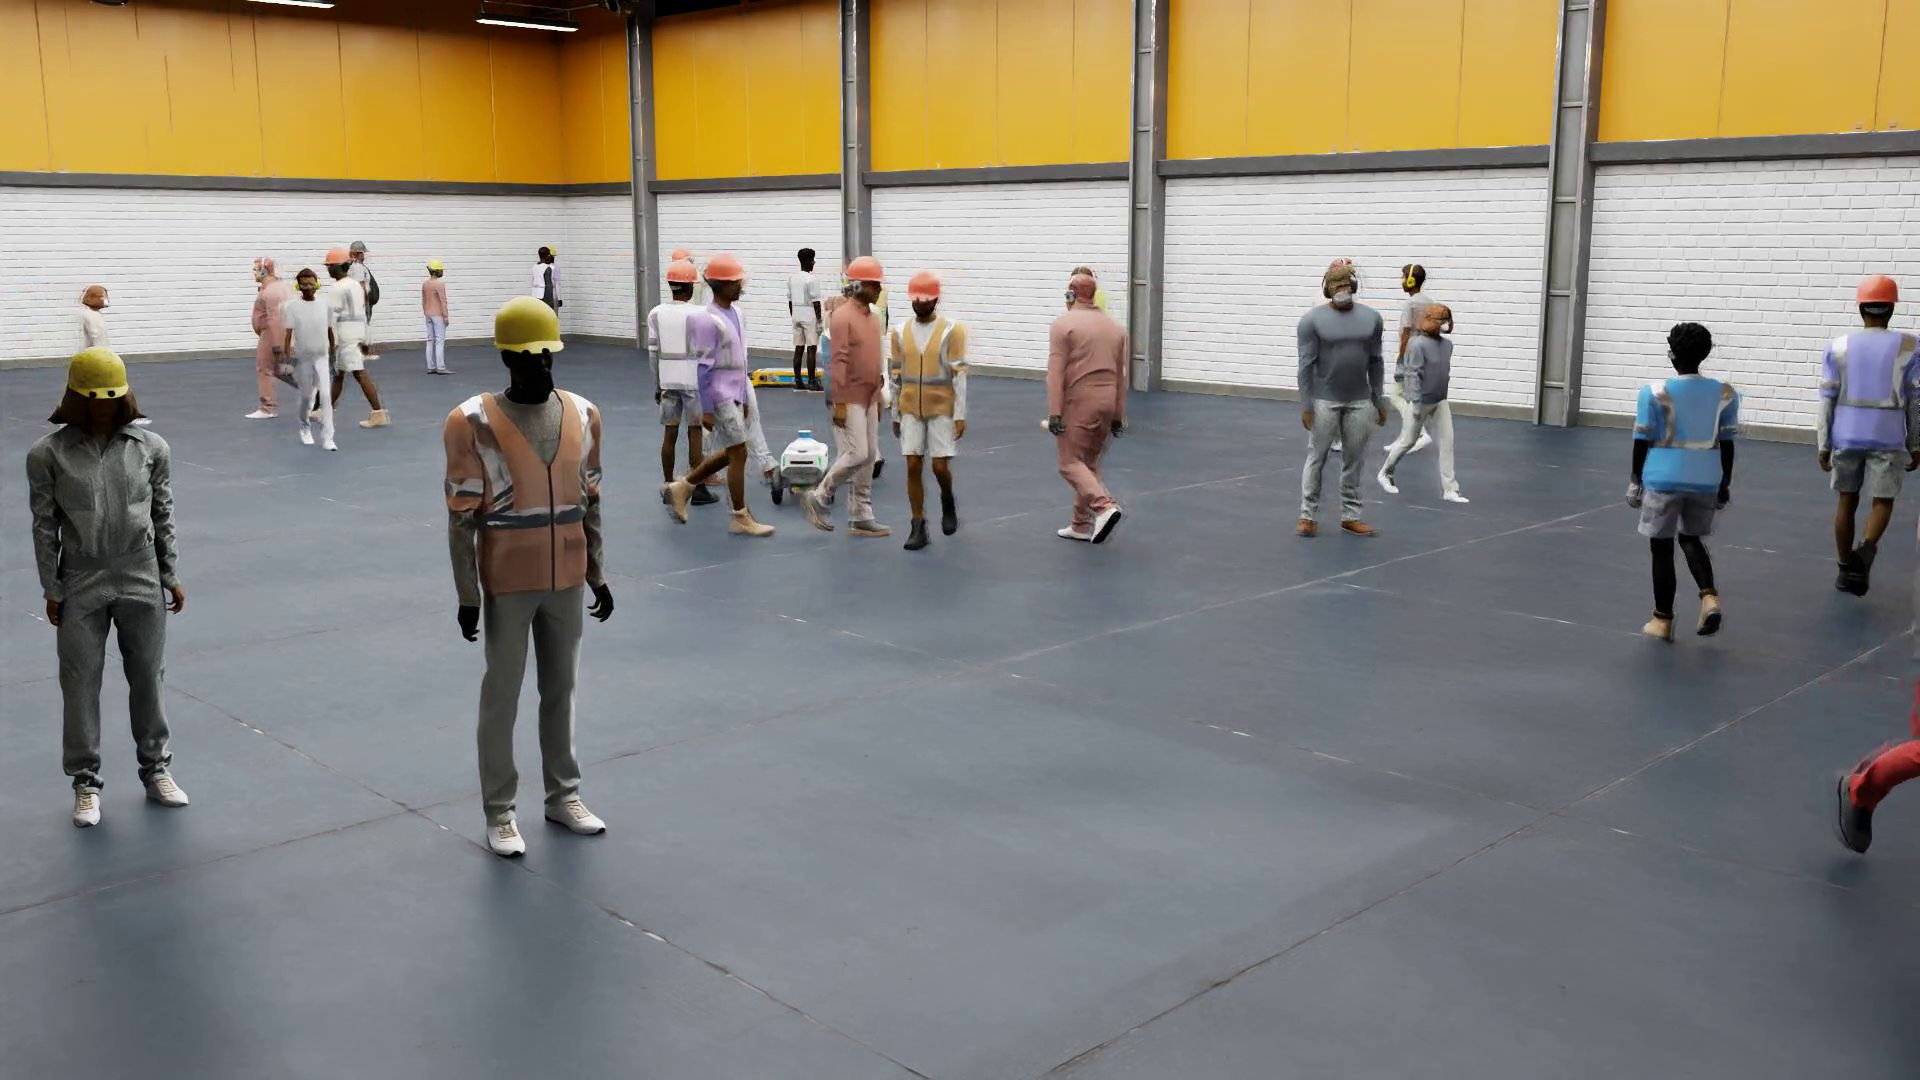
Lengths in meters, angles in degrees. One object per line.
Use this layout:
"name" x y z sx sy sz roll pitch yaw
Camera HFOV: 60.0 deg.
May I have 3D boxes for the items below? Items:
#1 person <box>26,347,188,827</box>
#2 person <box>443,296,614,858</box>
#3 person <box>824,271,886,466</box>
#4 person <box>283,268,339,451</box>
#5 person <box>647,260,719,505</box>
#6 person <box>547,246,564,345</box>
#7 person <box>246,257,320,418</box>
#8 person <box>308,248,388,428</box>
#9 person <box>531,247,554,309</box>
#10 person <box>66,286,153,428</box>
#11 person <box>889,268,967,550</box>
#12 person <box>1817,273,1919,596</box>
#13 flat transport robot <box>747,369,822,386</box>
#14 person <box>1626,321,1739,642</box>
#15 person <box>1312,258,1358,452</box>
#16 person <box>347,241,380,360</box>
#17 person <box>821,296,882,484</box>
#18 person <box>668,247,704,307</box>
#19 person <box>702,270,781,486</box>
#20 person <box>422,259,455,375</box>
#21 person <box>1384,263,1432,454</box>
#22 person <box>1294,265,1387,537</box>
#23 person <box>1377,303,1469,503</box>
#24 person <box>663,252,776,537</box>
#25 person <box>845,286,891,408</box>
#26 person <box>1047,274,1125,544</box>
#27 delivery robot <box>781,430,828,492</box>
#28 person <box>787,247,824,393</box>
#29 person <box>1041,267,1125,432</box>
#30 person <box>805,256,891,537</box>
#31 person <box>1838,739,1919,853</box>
"person" -3.100 0.163 6.089 0.484 1.736 0.306 -9 14 -40
"person" -1.471 0.124 5.780 0.593 1.925 0.384 -10 14 -42
"person" -0.945 -1.581 15.321 0.587 1.837 0.404 5 11 25
"person" -6.538 -1.827 16.751 0.534 1.818 0.977 -6 12 -30
"person" -2.184 -1.239 13.182 0.551 1.937 0.357 4 11 20
"person" -7.968 -4.748 32.383 0.584 1.919 0.389 7 13 34
"person" -7.967 -2.359 19.447 0.755 1.882 0.646 -2 11 -9
"person" -6.843 -2.215 18.355 1.031 1.985 0.634 0 10 1
"person" -7.658 -4.420 30.583 0.393 1.919 0.590 -9 14 -40
"person" -9.371 -1.967 18.105 0.873 1.586 0.497 -2 11 -9
"person" -0.212 -0.897 11.384 0.564 1.916 0.562 3 11 17
"person" 5.315 -0.599 9.755 0.561 1.919 0.723 8 13 36
"flat transport robot" -2.348 -2.319 23.618 1.431 0.197 0.652 0 10 -1
"person" 3.768 -0.291 8.686 0.537 1.688 0.389 -1 10 -4
"person" 3.760 -1.832 16.502 0.409 1.909 0.641 -4 11 -21
"person" -10.283 -4.130 28.664 0.538 2.000 0.683 -7 12 -33
"person" -0.940 -1.271 14.201 0.532 1.620 0.414 -10 14 -43
"person" -3.602 -2.893 22.101 0.821 1.972 0.622 9 14 41
"person" -1.849 -1.377 14.041 0.976 1.891 0.629 2 11 11
"person" -8.036 -3.426 25.577 0.533 1.767 0.327 8 13 37
"person" 4.398 -1.760 16.235 0.499 1.866 0.578 10 14 44
"person" 2.690 -0.970 11.777 0.681 1.919 0.361 -2 11 -9
"person" 3.781 -1.128 13.527 0.509 1.601 0.847 -7 12 -32
"person" -1.734 -1.024 11.798 0.819 2.018 0.617 3 11 14
"person" -1.124 -2.528 20.647 0.629 1.791 1.002 -6 12 -28
"person" 0.932 -0.885 11.439 0.678 1.869 0.706 -9 13 -39
"delivery robot" -1.254 -0.643 13.451 0.477 0.478 0.707 0 10 -1
"person" -2.080 -2.977 22.578 0.603 1.966 0.367 9 14 41
"person" 1.379 -2.060 18.076 0.976 1.799 0.621 7 12 33
"person" -0.753 -0.998 11.741 0.535 1.984 0.650 5 11 25
"person" 3.223 0.302 5.297 0.531 1.746 0.723 -2 11 -12
